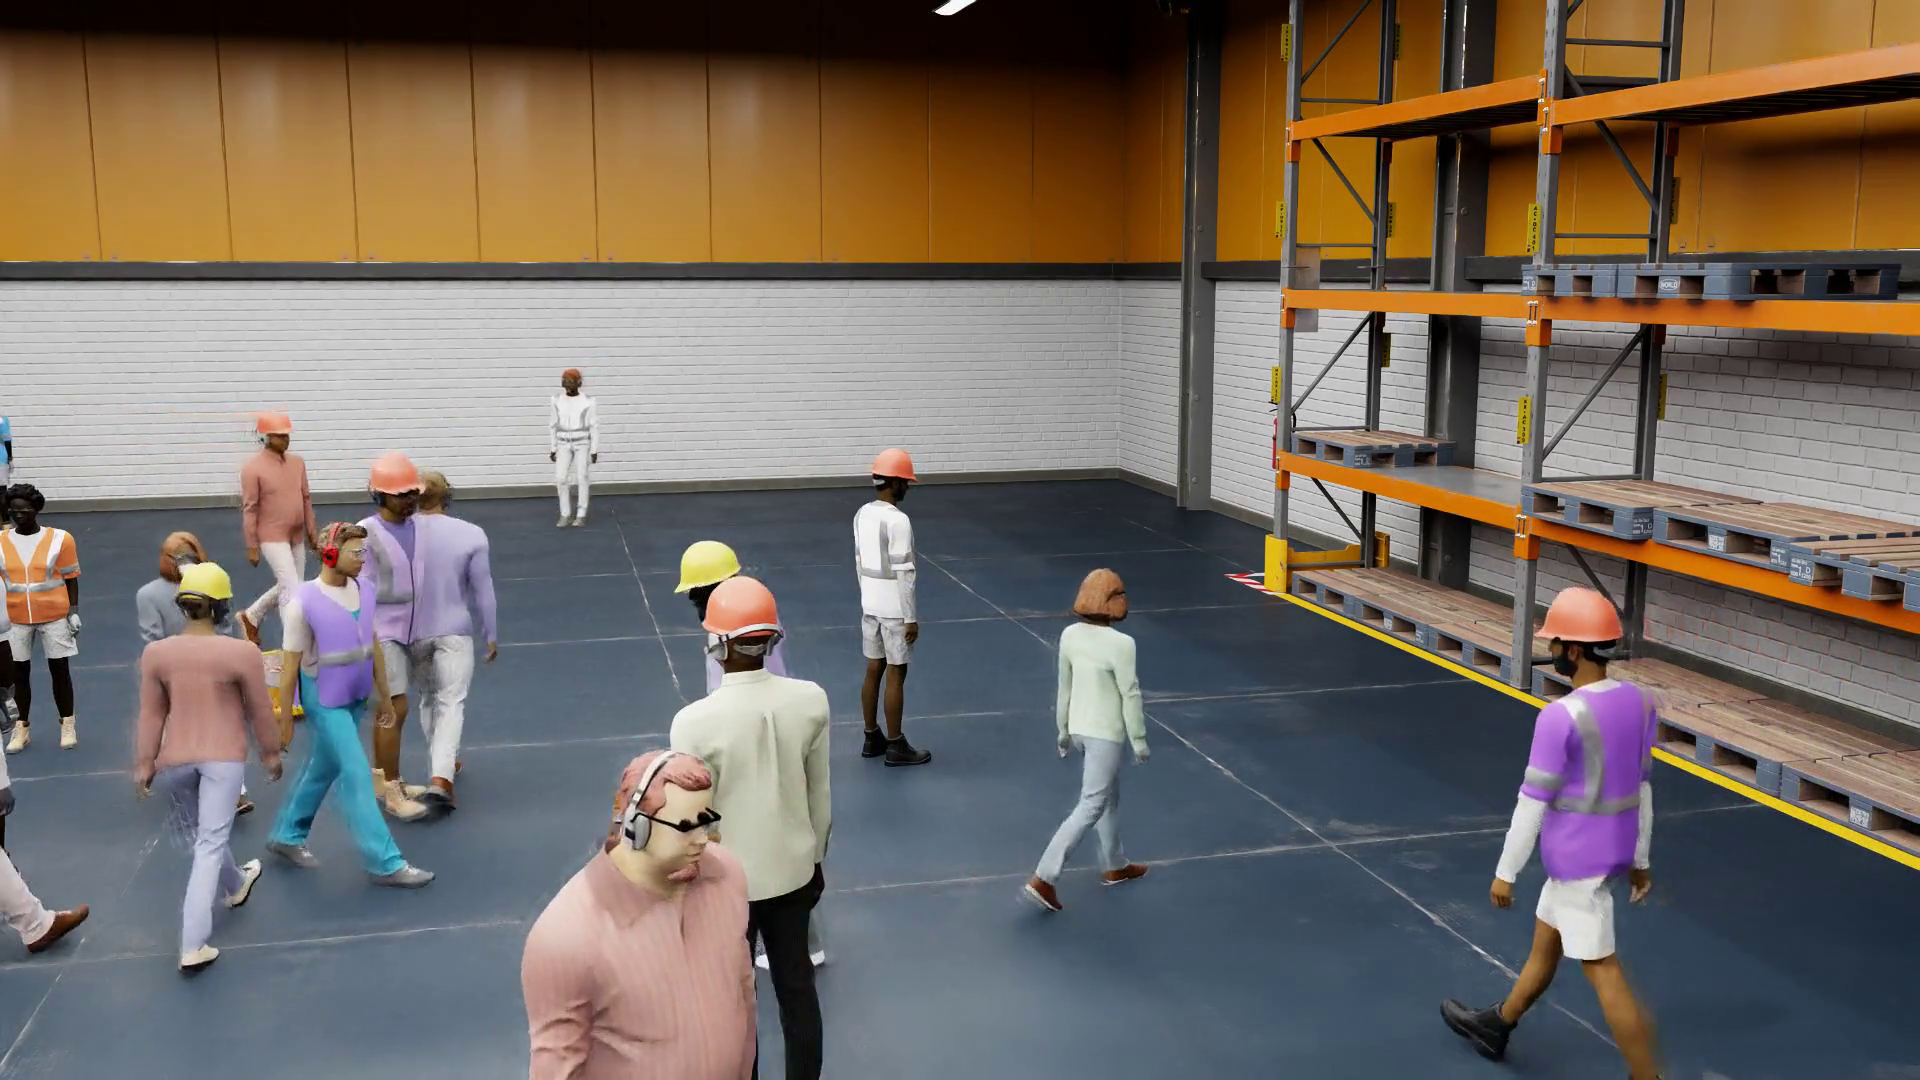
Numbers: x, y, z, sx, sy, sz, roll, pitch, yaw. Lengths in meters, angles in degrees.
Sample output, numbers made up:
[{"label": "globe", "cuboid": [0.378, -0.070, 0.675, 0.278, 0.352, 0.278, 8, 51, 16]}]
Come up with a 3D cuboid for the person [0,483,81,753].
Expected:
[{"label": "person", "cuboid": [-5.771, 0.482, 10.373, 0.540, 1.697, 0.317, -3, 10, -19]}]

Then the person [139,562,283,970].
[{"label": "person", "cuboid": [-3.304, 0.954, 7.379, 0.550, 1.705, 0.968, 0, 9, 3]}]

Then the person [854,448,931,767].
[{"label": "person", "cuboid": [-0.417, 0.406, 10.121, 0.362, 1.934, 0.543, -6, 11, -35]}]

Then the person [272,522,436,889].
[{"label": "person", "cuboid": [-3.060, 0.798, 8.155, 0.999, 1.803, 0.583, 3, 9, 16]}]

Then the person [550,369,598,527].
[{"label": "person", "cuboid": [-4.548, -1.060, 19.473, 0.605, 1.863, 0.645, 1, 9, 4]}]

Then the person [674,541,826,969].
[{"label": "person", "cuboid": [-0.958, 0.930, 7.050, 0.833, 1.871, 0.623, 1, 9, 4]}]

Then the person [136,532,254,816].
[{"label": "person", "cuboid": [-4.197, 0.742, 9.104, 0.495, 1.581, 0.890, -8, 12, -40]}]

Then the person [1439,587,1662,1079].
[{"label": "person", "cuboid": [2.164, 1.101, 5.940, 0.569, 1.879, 1.010, -7, 11, -37]}]

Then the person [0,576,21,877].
[{"label": "person", "cuboid": [-4.799, 0.750, 7.871, 0.609, 1.966, 0.364, -5, 10, -28]}]

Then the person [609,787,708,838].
[{"label": "person", "cuboid": [-0.747, 1.443, 4.705, 0.815, 1.596, 0.499, 4, 10, 24]}]

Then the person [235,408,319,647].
[{"label": "person", "cuboid": [-5.291, -0.040, 12.807, 0.841, 1.967, 0.614, 3, 10, 17]}]

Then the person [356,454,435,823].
[{"label": "person", "cuboid": [-3.093, 0.525, 9.154, 0.622, 2.011, 0.607, 3, 10, 18]}]

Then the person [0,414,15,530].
[{"label": "person", "cuboid": [-11.053, -0.886, 18.922, 0.540, 1.695, 0.317, -3, 10, -19]}]

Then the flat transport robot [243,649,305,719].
[{"label": "flat transport robot", "cuboid": [-4.796, 0.985, 11.677, 1.431, 0.197, 0.652, 9, 13, 44]}]

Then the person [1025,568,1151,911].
[{"label": "person", "cuboid": [0.605, 0.929, 7.883, 0.808, 1.603, 0.491, -6, 11, -32]}]

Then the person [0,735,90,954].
[{"label": "person", "cuboid": [-4.240, 0.953, 6.993, 0.656, 1.841, 0.987, 8, 12, 42]}]

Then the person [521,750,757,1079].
[{"label": "person", "cuboid": [-0.761, 1.405, 4.015, 0.521, 1.882, 0.668, 8, 12, 39]}]

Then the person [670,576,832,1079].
[{"label": "person", "cuboid": [-0.701, 1.107, 5.549, 0.611, 1.996, 0.378, -8, 12, -39]}]

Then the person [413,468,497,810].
[{"label": "person", "cuboid": [-2.967, 0.548, 9.382, 0.652, 1.897, 0.982, -1, 9, -5]}]
